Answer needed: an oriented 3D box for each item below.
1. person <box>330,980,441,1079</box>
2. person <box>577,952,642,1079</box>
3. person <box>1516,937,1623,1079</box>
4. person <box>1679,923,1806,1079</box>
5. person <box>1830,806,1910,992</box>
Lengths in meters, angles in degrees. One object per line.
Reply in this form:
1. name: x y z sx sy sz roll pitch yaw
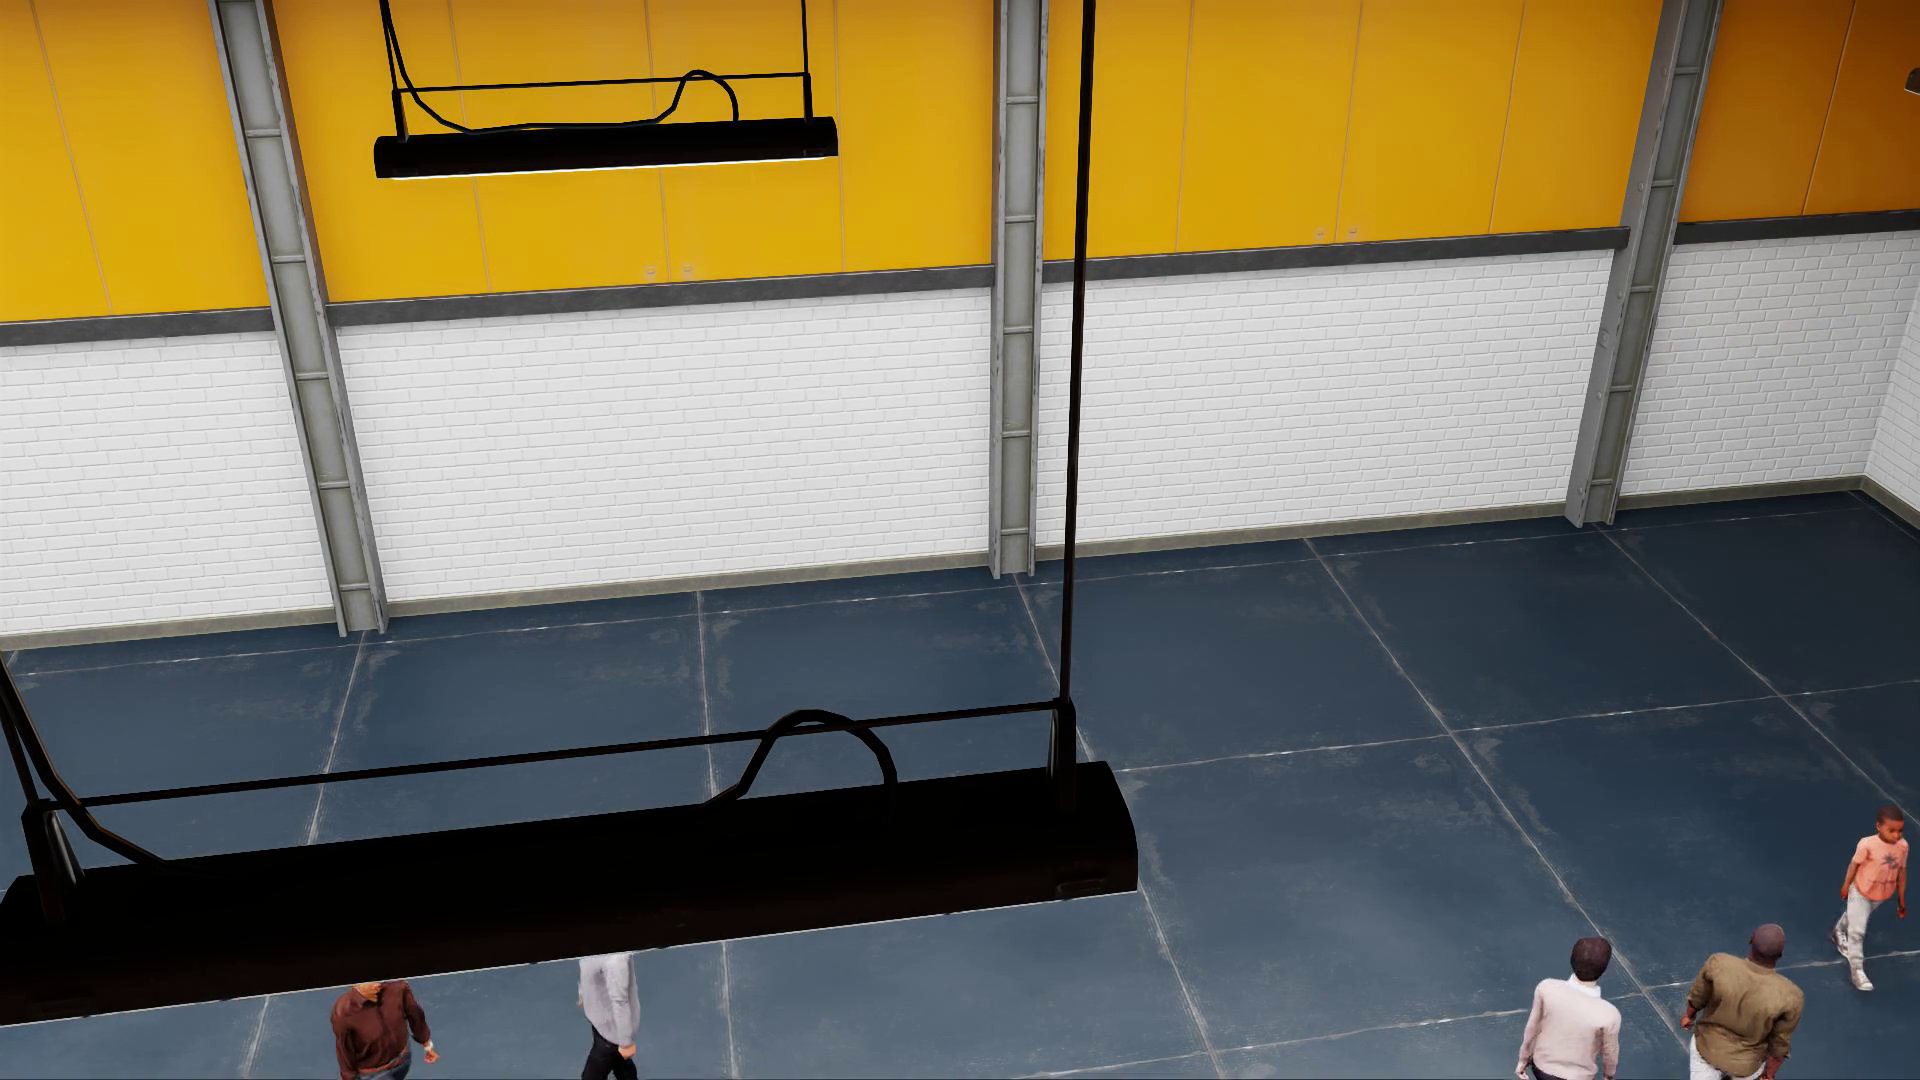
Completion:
1. person: -3.310 2.929 9.382 1.233 1.730 1.166 17 33 28
2. person: -1.928 2.712 9.590 0.753 1.911 0.824 -12 31 -21
3. person: 3.300 3.002 9.209 1.069 1.768 1.193 22 36 35
4. person: 4.275 2.932 9.314 1.199 1.790 1.231 17 33 28
5. person: 6.018 2.276 11.048 0.834 1.281 0.648 0 29 -1
